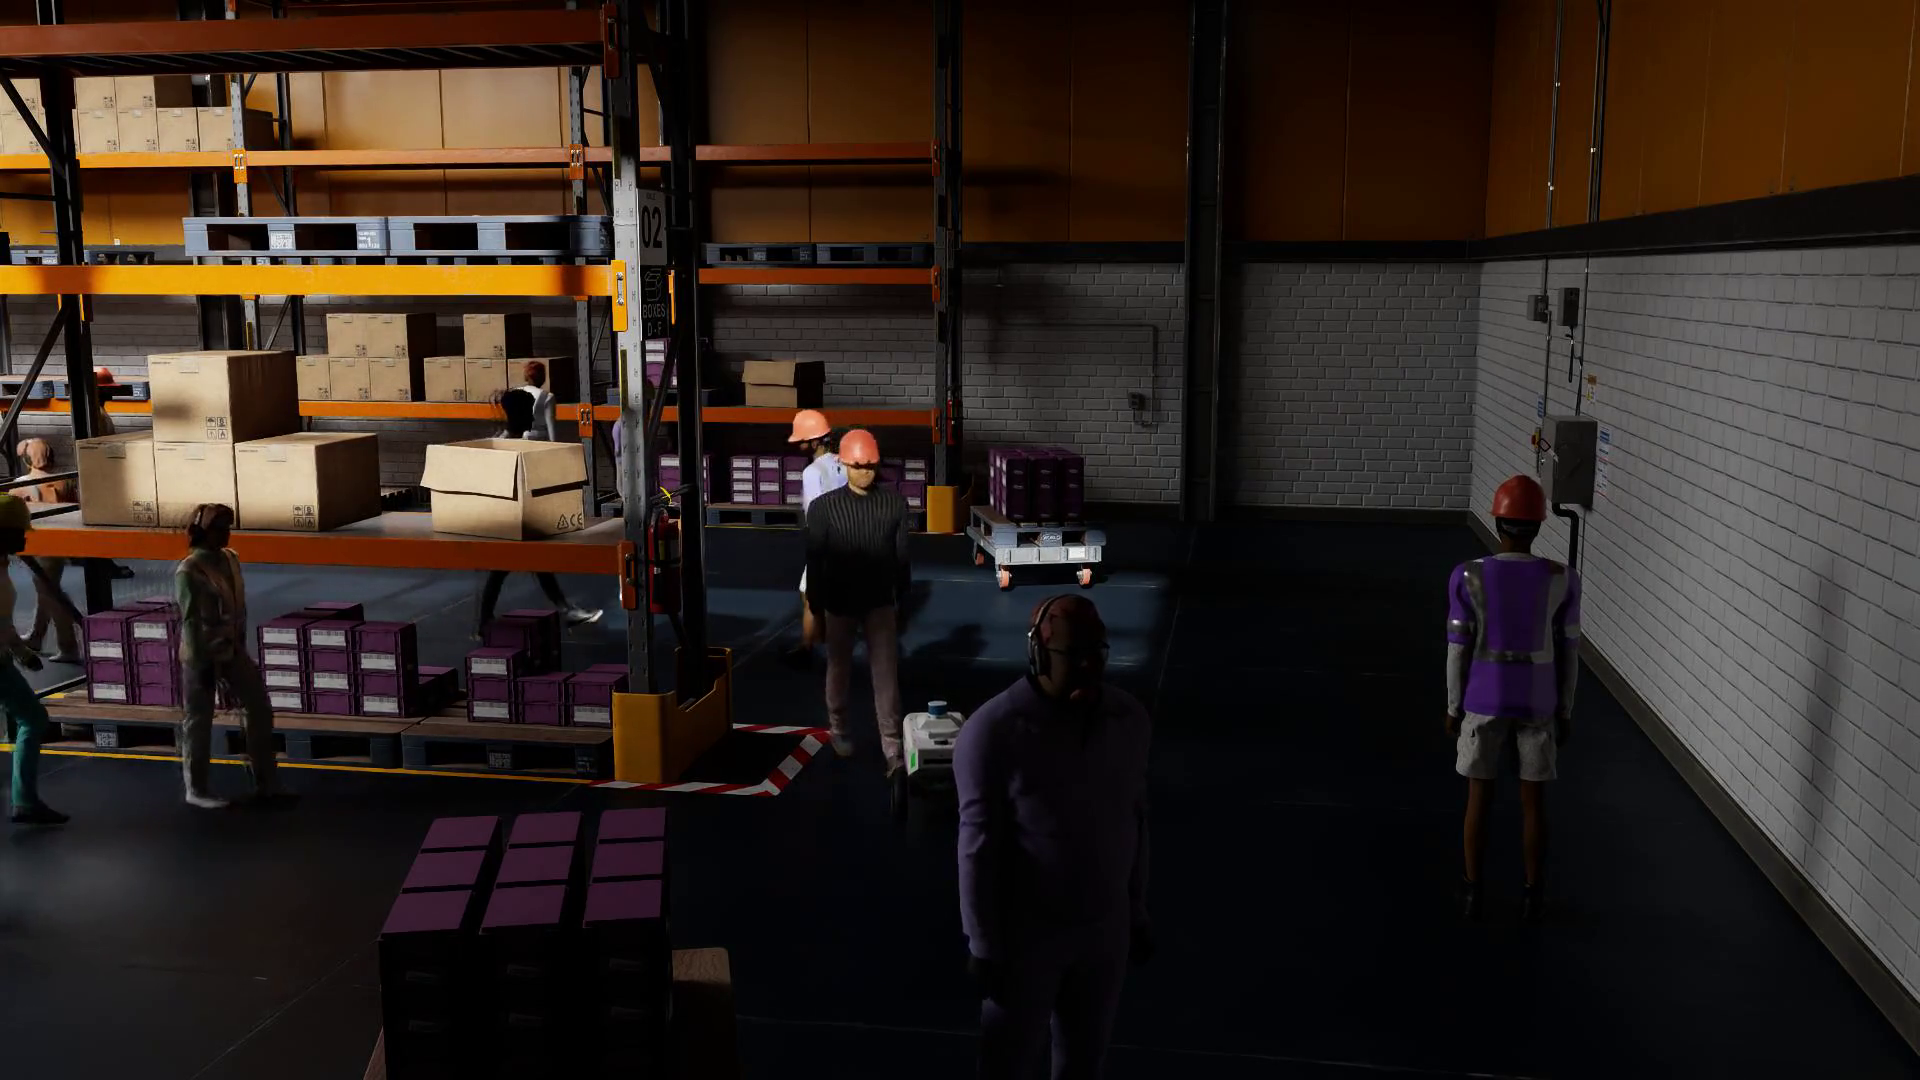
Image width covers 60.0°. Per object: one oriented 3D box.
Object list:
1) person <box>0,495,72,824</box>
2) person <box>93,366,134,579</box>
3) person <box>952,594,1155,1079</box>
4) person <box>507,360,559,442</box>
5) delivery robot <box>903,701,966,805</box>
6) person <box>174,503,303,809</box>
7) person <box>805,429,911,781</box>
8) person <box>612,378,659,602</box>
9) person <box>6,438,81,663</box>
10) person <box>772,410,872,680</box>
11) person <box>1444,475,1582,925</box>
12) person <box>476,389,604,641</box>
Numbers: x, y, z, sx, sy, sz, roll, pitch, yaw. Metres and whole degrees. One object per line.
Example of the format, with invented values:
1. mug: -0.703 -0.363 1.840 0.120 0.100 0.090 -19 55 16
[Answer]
1. person: -4.757 0.634 8.164 0.738 1.704 0.542 -3 10 -19
2. person: -7.822 -0.614 15.206 0.362 1.939 0.543 -5 11 -30
3. person: 0.297 1.091 4.731 0.643 1.910 0.400 -5 11 -29
4. person: -4.485 -0.951 17.509 0.594 1.871 0.398 3 10 18
5. delivery robot: -0.116 1.082 8.675 0.477 0.478 0.707 -1 9 -4
6. person: -3.751 0.614 8.577 0.700 1.608 0.538 1 9 9
7. person: -0.551 0.346 9.273 0.633 1.927 1.067 -3 10 -17
8. person: -2.710 -0.429 14.101 0.381 1.923 0.591 3 10 16
9. person: -6.661 0.079 11.942 0.785 1.609 0.524 2 9 13
10. person: -0.841 0.041 11.365 1.016 1.877 0.643 5 10 28
11. person: 2.353 0.688 7.136 0.545 1.938 0.362 2 9 11
12. person: -3.228 -0.179 12.567 0.995 1.913 0.616 0 9 -3
